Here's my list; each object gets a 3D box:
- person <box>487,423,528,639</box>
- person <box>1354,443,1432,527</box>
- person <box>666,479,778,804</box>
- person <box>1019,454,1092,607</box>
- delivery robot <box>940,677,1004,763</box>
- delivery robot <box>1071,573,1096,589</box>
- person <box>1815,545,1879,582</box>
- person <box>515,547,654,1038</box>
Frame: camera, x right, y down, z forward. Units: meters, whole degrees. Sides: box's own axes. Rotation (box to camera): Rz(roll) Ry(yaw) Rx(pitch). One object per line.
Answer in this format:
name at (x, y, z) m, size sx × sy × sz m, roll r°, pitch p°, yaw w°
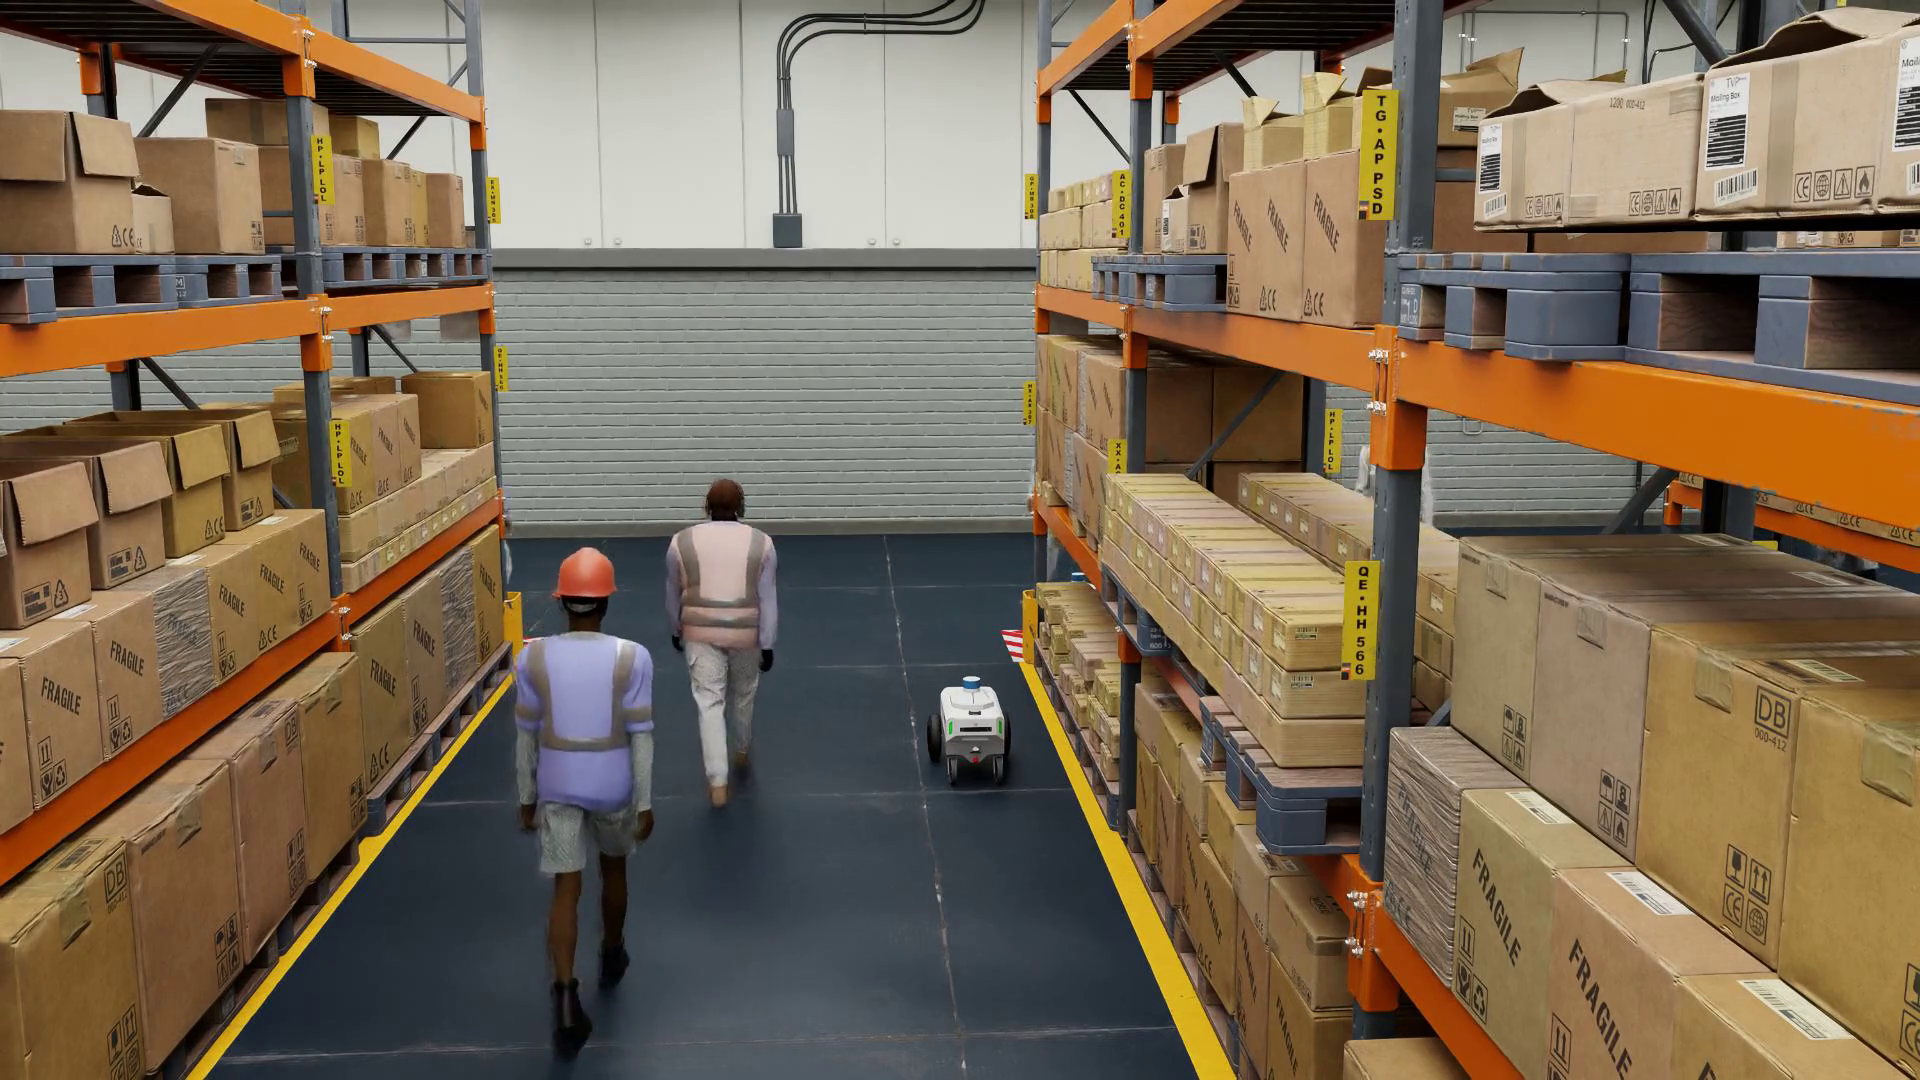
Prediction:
person at (-3.696, -0.152, 13.188) m, size 0.748 × 1.912 × 0.653 m, roll 0°, pitch 10°, yaw -1°
person at (3.420, -0.140, 13.280) m, size 0.615 × 1.863 × 0.584 m, roll 8°, pitch 13°, yaw 40°
person at (-1.357, 0.541, 9.516) m, size 0.629 × 1.782 × 0.994 m, roll -2°, pitch 10°, yaw -9°
person at (0.942, -0.364, 14.552) m, size 0.912 × 1.893 × 0.691 m, roll -7°, pitch 12°, yaw -35°
delivery robot at (0.069, 1.053, 9.839) m, size 0.477 × 0.478 × 0.707 m, roll -1°, pitch 10°, yaw -4°
delivery robot at (0.925, 0.501, 13.087) m, size 0.707 × 0.478 × 0.477 m, roll -5°, pitch 11°, yaw -26°
person at (7.026, 0.004, 13.072) m, size 0.542 × 1.640 × 0.880 m, roll -3°, pitch 10°, yaw -16°
person at (-1.489, 0.978, 6.613) m, size 0.553 × 1.901 × 0.949 m, roll -1°, pitch 10°, yaw -5°
